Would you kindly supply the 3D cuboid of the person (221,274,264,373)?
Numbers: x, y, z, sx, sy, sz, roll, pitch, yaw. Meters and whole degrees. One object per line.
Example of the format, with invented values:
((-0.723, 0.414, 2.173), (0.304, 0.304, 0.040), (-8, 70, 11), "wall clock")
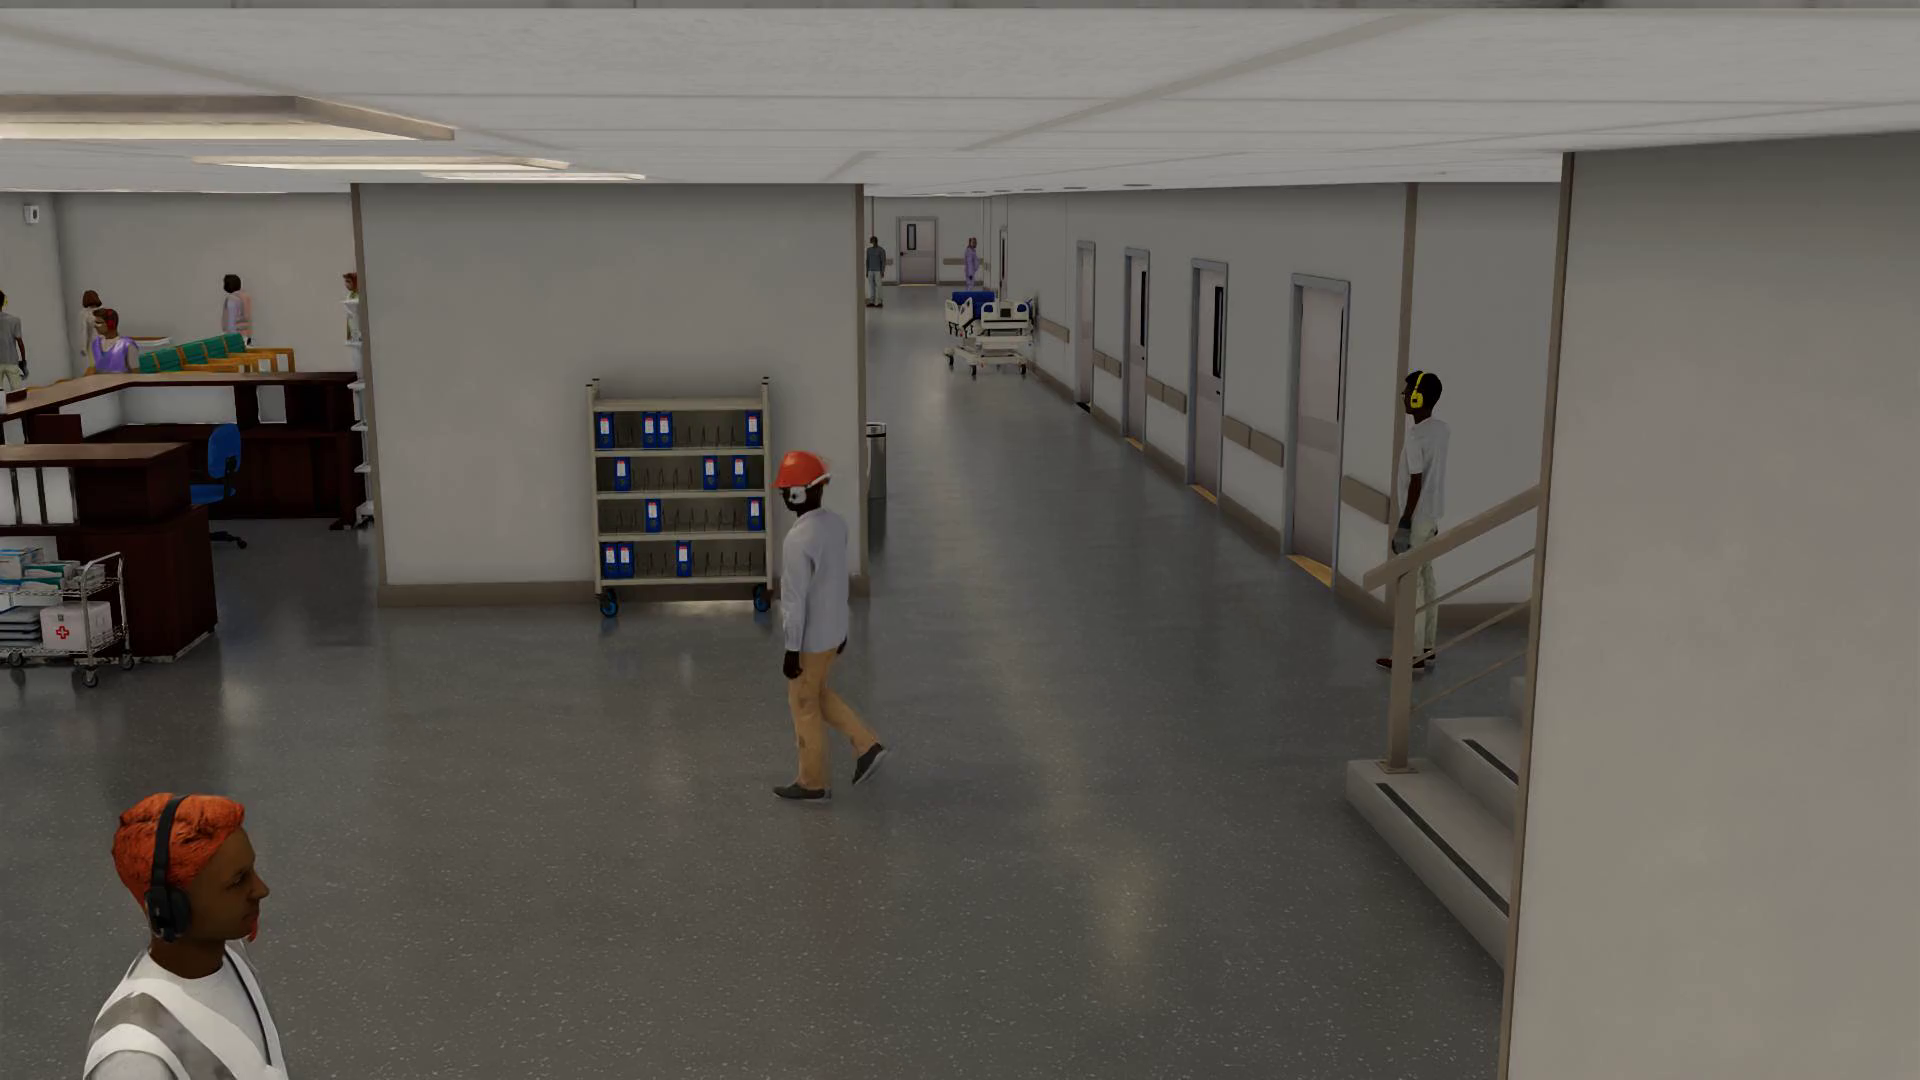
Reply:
((-10.806, -3.094, 25.045), (0.831, 1.816, 0.640), (-1, 12, -5), "person")

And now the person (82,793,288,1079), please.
((-1.358, 1.368, 3.065), (0.356, 1.883, 0.572), (-3, 12, -13), "person")

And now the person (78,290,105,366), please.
((-12.402, -2.772, 23.909), (0.289, 1.633, 0.501), (7, 13, 30), "person")

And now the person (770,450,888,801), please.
((-0.674, 0.430, 8.016), (0.481, 1.734, 0.570), (4, 12, 17), "person")

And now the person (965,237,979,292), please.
((0.326, -7.285, 45.332), (0.398, 1.900, 0.634), (0, 12, 2), "person")

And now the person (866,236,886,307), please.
((-2.308, -7.307, 45.336), (0.635, 1.931, 0.354), (8, 14, 34), "person")

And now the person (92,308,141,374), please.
((-8.486, -1.423, 16.808), (0.564, 1.841, 0.390), (5, 13, 23), "person")

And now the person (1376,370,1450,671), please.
((2.839, -0.120, 10.365), (0.323, 1.871, 0.530), (8, 14, 35), "person")

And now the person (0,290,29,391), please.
((-11.517, -2.098, 20.026), (0.514, 1.876, 0.328), (-6, 13, -27), "person")
